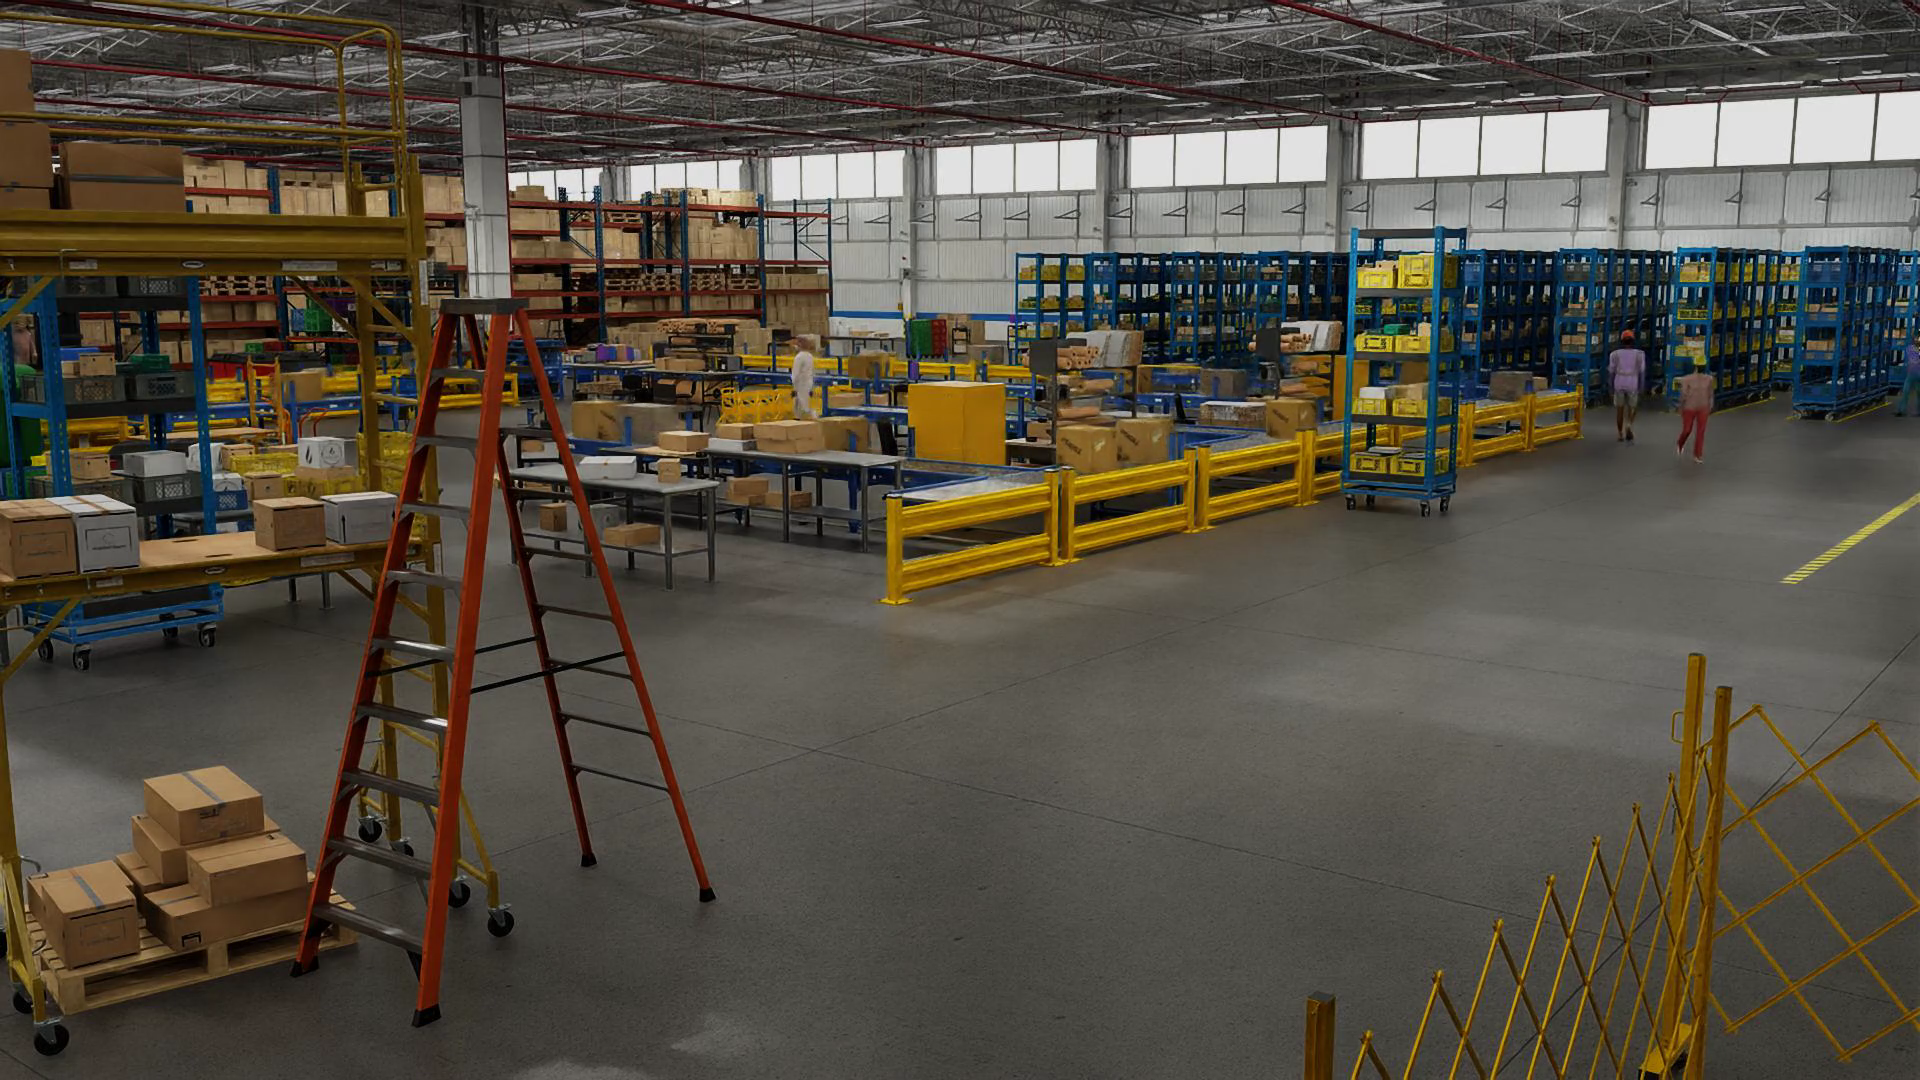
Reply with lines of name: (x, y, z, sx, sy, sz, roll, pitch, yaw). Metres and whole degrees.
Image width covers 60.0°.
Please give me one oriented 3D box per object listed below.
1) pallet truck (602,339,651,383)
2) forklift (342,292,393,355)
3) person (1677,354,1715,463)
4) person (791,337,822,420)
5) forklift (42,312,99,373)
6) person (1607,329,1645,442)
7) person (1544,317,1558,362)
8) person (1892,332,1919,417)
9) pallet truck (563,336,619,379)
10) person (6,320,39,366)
pallet truck: (-8.991, -4.871, 45.351, 0.653, 1.274, 1.630, 7, 11, 37)
forklift: (-16.485, -5.622, 45.120, 1.129, 2.768, 1.873, 7, 11, 37)
person: (11.851, -2.122, 26.798, 0.534, 1.755, 0.512, 1, 9, 4)
person: (-2.857, -2.836, 30.873, 0.832, 1.873, 0.635, 2, 9, 9)
forklift: (-23.779, -5.451, 44.052, 1.873, 2.768, 1.129, 7, 11, 36)
person: (12.040, -2.785, 30.075, 0.636, 2.024, 0.489, 3, 10, 20)
person: (17.220, -5.737, 48.645, 0.455, 1.977, 0.631, 9, 13, 43)
person: (20.138, -3.477, 35.085, 0.914, 1.804, 0.587, -6, 11, -33)
pallet truck: (-10.690, -5.294, 48.215, 1.601, 1.201, 0.680, -5, 10, -26)
person: (-24.176, -4.740, 42.817, 0.945, 1.858, 0.635, 5, 10, 28)
